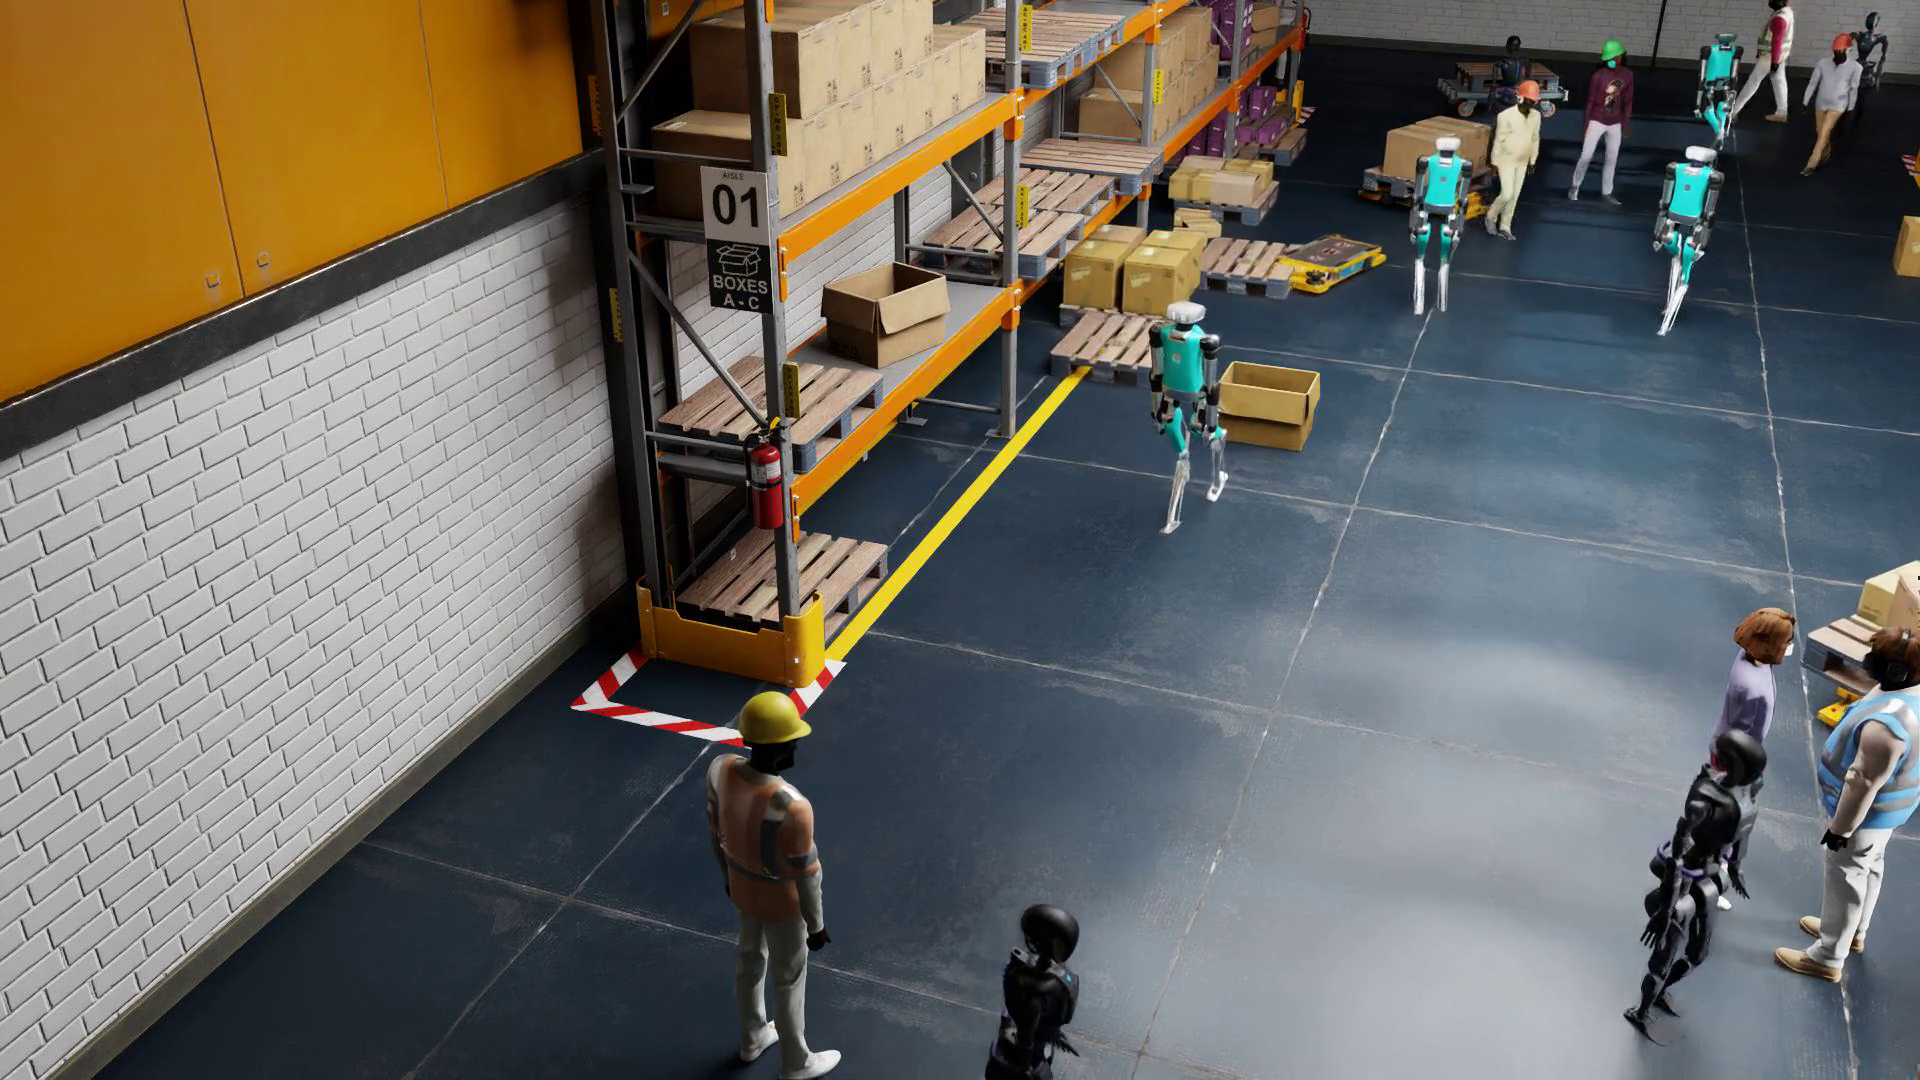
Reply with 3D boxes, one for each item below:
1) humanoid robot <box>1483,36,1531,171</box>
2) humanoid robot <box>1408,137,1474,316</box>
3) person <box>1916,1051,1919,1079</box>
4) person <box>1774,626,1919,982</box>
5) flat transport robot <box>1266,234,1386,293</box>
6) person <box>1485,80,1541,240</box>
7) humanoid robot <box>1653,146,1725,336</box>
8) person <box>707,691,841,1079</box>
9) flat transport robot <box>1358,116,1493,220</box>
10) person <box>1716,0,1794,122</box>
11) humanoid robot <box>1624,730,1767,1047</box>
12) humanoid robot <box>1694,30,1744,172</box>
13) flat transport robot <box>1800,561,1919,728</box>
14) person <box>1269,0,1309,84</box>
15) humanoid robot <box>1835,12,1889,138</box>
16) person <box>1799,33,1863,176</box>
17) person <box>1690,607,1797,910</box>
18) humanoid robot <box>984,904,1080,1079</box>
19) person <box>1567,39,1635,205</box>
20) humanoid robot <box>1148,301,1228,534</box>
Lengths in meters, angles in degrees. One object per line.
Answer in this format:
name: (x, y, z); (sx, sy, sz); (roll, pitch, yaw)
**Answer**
humanoid robot: (6.878, -5.453, 20.822); (0.583, 1.657, 0.351); (-8, 28, -15)
humanoid robot: (4.592, -3.028, 16.045); (0.534, 1.814, 0.655); (7, 28, 13)
person: (3.383, 2.193, 5.673); (0.388, 1.951, 0.686); (0, 27, 1)
person: (4.174, 1.212, 7.699); (0.431, 1.838, 0.624); (23, 35, 37)
flat transport robot: (3.818, -2.889, 17.353); (0.659, 0.231, 1.431); (21, 34, 35)
person: (6.080, -4.138, 18.168); (0.581, 1.738, 0.381); (-10, 29, -19)
humanoid robot: (6.879, -2.855, 15.707); (0.552, 1.801, 0.843); (24, 36, 38)
person: (-0.790, 1.484, 7.065); (0.592, 1.923, 0.369); (21, 34, 35)
flat transport robot: (5.491, -4.053, 19.612); (0.659, 0.231, 1.431); (-23, 35, -38)
person: (11.267, -6.767, 23.213); (0.944, 1.792, 0.633); (17, 32, 30)
humanoid robot: (3.227, 1.507, 7.307); (0.611, 1.662, 0.360); (-17, 32, -30)
humanoid robot: (9.378, -5.317, 20.484); (0.532, 1.764, 0.929); (-3, 27, -5)
flat transport robot: (5.849, 0.956, 9.895); (1.431, 0.231, 0.659); (-15, 31, -27)
person: (5.010, -7.947, 25.345); (0.632, 1.937, 0.353); (-11, 29, -21)
humanoid robot: (12.143, -6.294, 22.438); (0.591, 1.630, 0.623); (19, 33, 32)
person: (10.902, -5.486, 20.822); (0.910, 1.707, 0.574); (-20, 33, -34)
person: (3.843, 1.053, 8.217); (0.282, 1.633, 0.499); (13, 30, 24)
humanoid robot: (0.200, 1.997, 6.379); (0.697, 1.627, 0.606); (7, 28, 14)
person: (7.523, -4.866, 19.413); (0.630, 1.917, 0.406); (0, 27, 0)
humanoid robot: (1.756, -0.973, 12.084); (0.530, 1.768, 0.996); (17, 32, 29)
